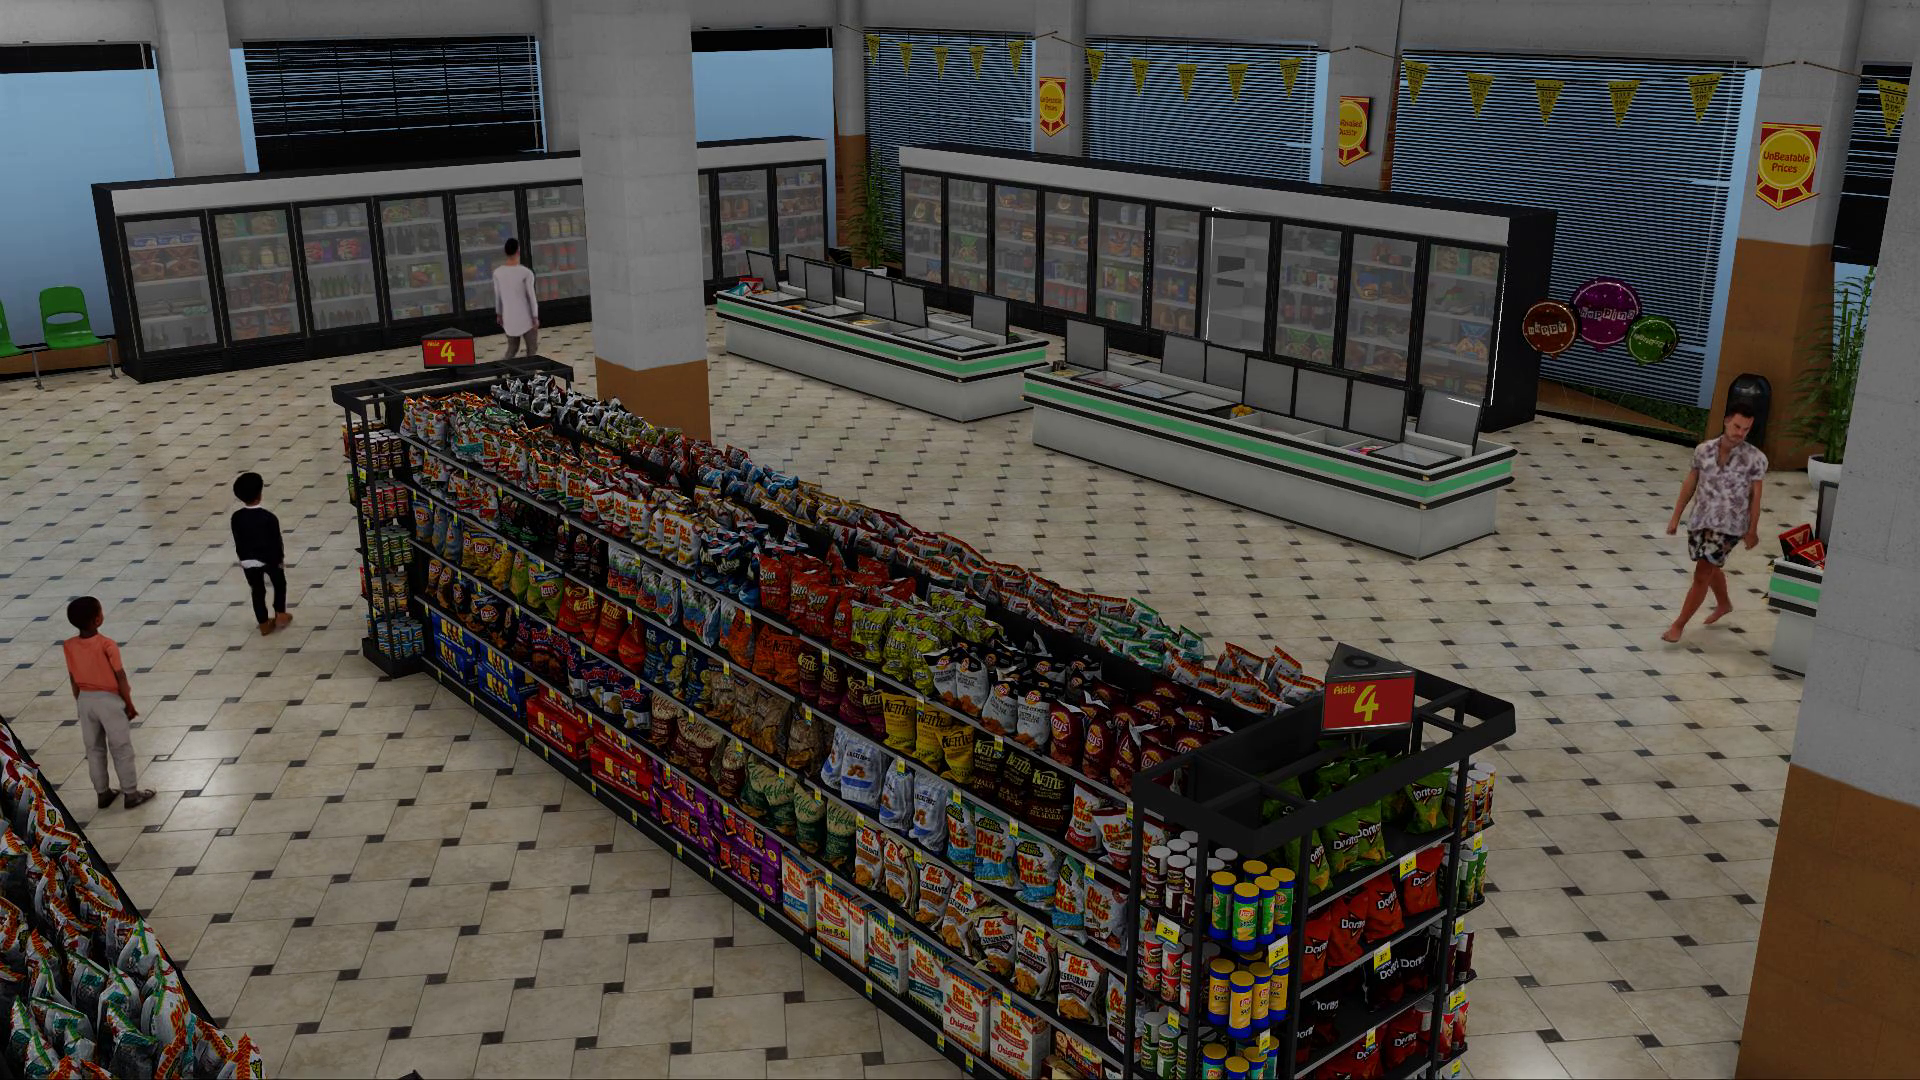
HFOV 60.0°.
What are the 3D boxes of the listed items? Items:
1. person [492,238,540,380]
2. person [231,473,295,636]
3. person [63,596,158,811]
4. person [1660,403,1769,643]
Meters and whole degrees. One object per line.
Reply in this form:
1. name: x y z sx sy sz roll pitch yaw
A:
1. person: -5.131 -2.552 19.199 1.087 1.821 1.109 3 19 10
2. person: -5.163 0.118 12.223 0.631 1.219 0.688 -1 19 -2
3. person: -4.970 0.945 9.627 0.567 1.310 0.628 2 19 5
4. person: 5.563 -0.135 12.115 0.858 1.766 1.130 -13 22 -33
